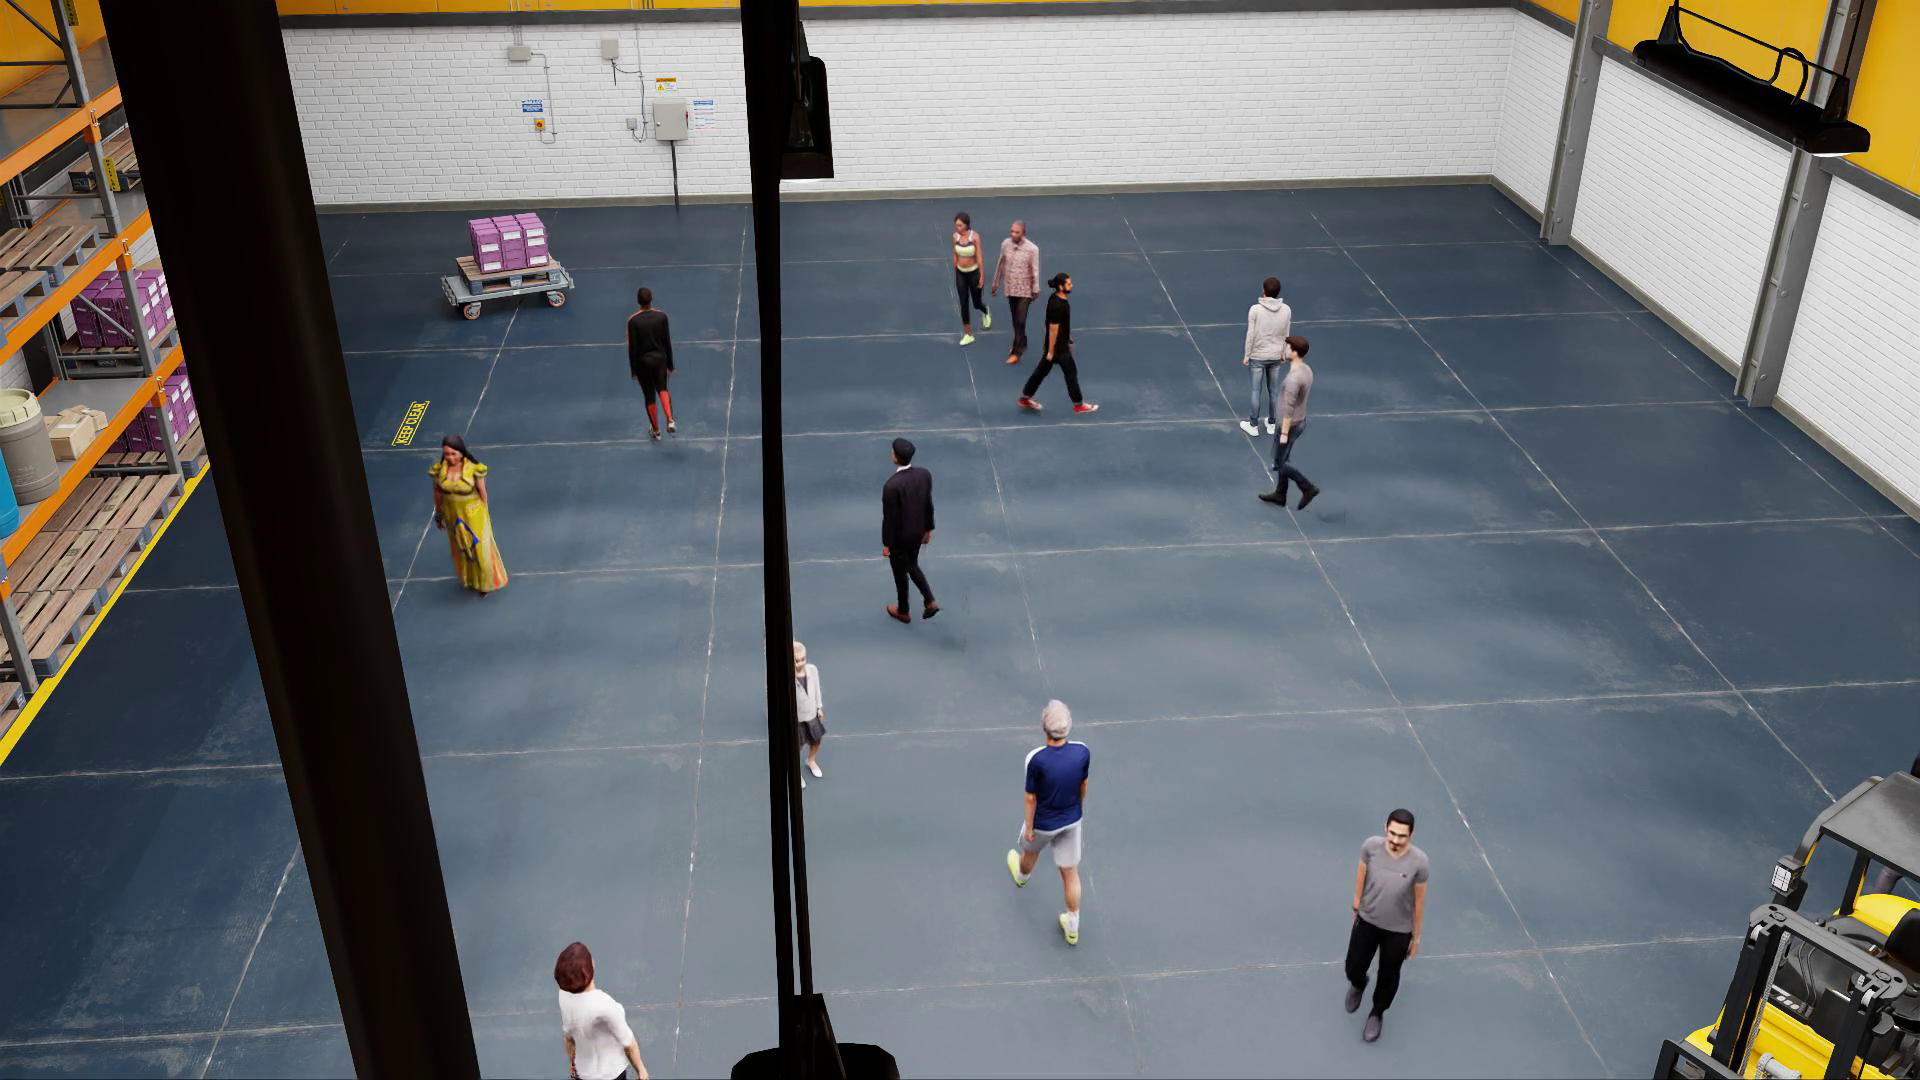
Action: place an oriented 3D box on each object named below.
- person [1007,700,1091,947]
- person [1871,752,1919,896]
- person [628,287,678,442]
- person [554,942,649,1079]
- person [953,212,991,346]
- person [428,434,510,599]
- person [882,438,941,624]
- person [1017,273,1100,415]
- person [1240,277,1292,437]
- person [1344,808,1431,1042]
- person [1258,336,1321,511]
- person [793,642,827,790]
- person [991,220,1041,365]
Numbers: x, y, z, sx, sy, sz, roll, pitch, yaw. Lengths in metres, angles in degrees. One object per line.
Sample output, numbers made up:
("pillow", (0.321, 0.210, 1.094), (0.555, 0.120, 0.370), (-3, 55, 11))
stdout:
("person", (0.689, 1.979, 11.413), (0.818, 1.787, 1.199), (-9, 30, -16))
("person", (6.602, 1.938, 11.515), (0.772, 1.762, 0.720), (23, 36, 36))
("person", (-3.418, -1.932, 18.570), (0.766, 1.800, 0.848), (-14, 32, -24))
("person", (-2.089, 3.093, 9.404), (1.040, 1.756, 1.122), (21, 35, 34))
("person", (0.157, -3.391, 21.316), (0.880, 1.732, 1.021), (11, 30, 19))
("person", (-4.663, -0.280, 15.707), (0.780, 1.642, 0.757), (-1, 29, -2))
("person", (-0.433, -0.030, 15.010), (0.988, 1.871, 1.062), (-25, 37, -37))
("person", (1.031, -2.245, 19.240), (0.735, 1.709, 1.121), (0, 29, 0))
("person", (3.455, -2.075, 18.777), (0.701, 1.853, 0.618), (-7, 29, -13))
("person", (2.750, 2.410, 10.671), (0.765, 1.743, 0.823), (13, 31, 22))
("person", (3.462, -1.156, 17.058), (0.989, 1.887, 0.976), (11, 31, 20))
("person", (-1.249, 1.342, 13.121), (0.622, 1.272, 0.657), (-18, 33, -29))
("person", (0.780, -3.171, 20.863), (1.042, 1.780, 1.114), (21, 35, 33))
